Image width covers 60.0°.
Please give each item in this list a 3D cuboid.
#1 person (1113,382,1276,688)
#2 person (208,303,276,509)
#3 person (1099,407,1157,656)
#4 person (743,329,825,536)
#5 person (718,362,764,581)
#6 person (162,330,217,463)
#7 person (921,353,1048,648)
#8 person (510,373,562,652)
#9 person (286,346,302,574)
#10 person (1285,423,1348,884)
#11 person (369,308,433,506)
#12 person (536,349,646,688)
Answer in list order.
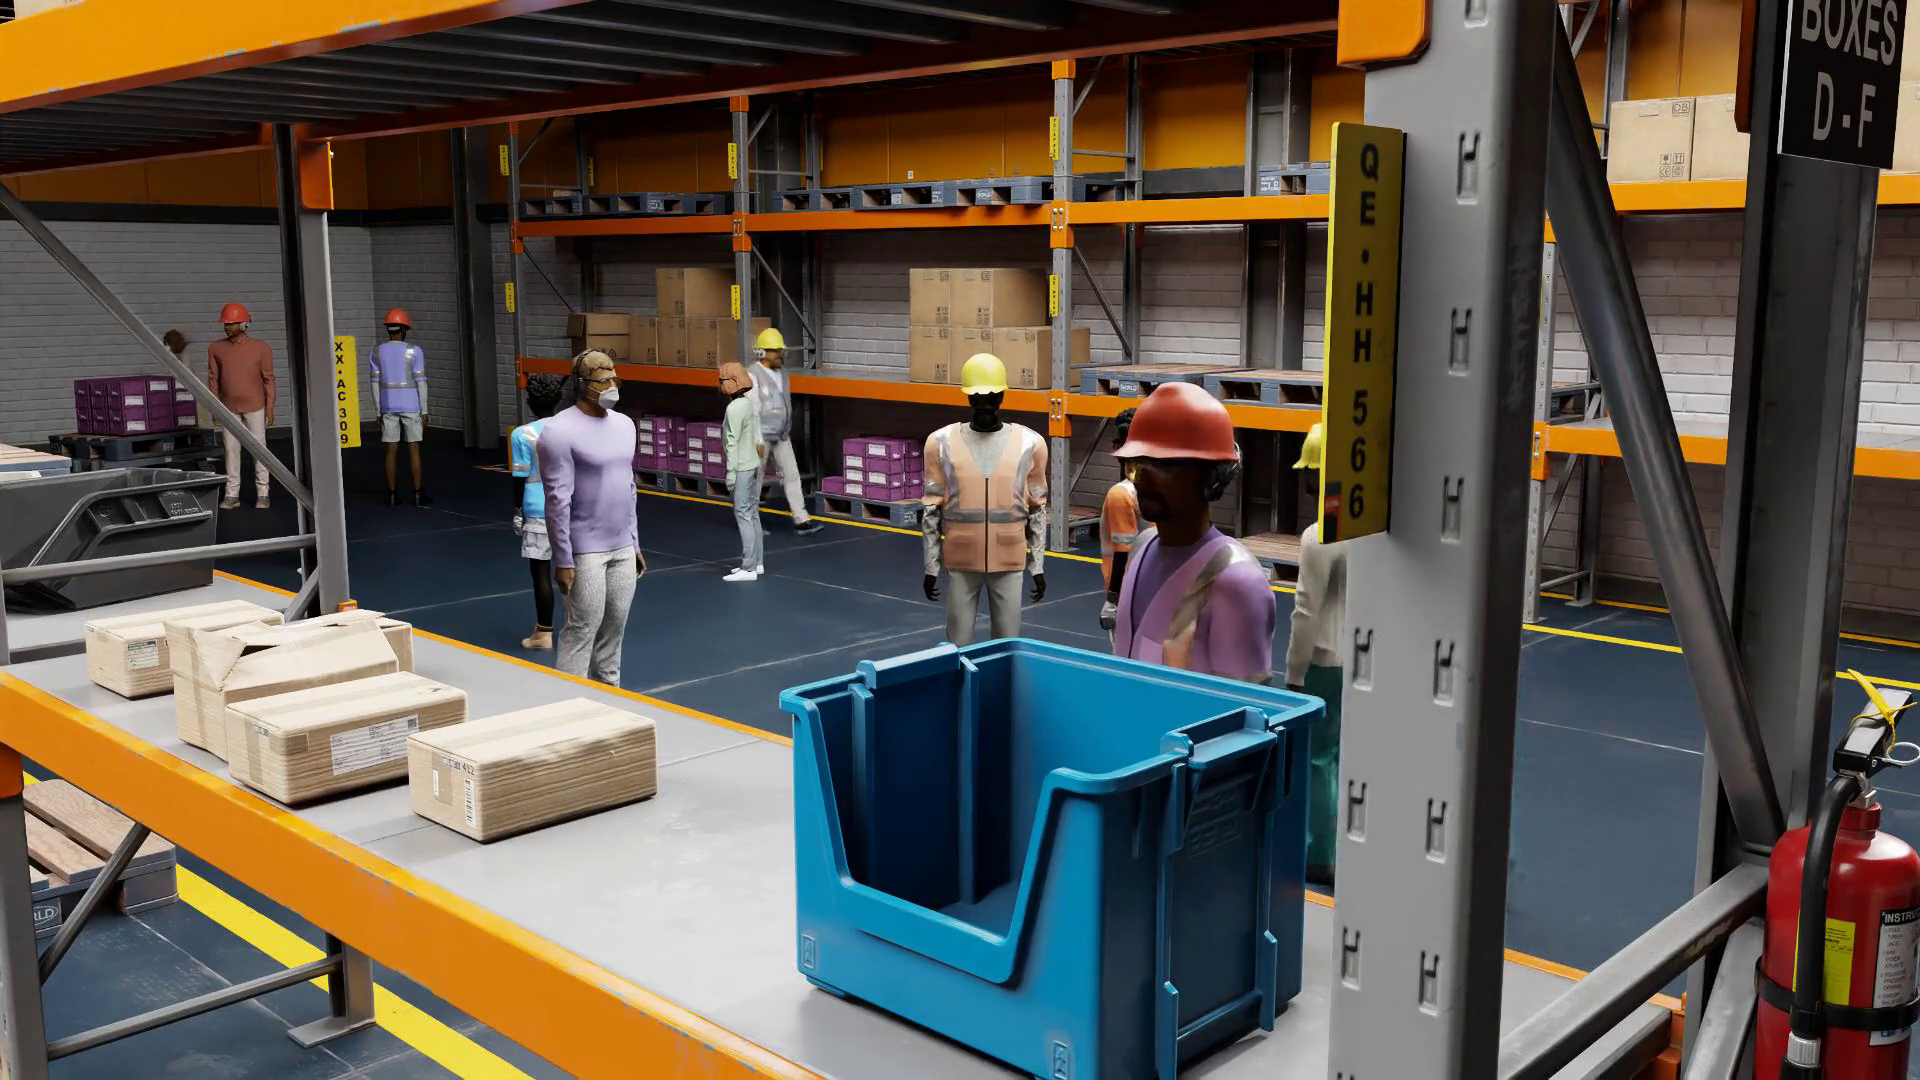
[{"bbox_3d":[0.518,0.637,4.082,0.357,2.047,0.615,-3,10,-20],"label":"person"},{"bbox_3d":[-6.921,-1.285,16.041,0.612,1.991,0.391,-1,9,-5],"label":"person"},{"bbox_3d":[0.799,0.249,7.542,0.318,1.697,0.533,5,11,30],"label":"person"},{"bbox_3d":[-1.547,-0.905,14.292,0.839,1.796,0.617,6,11,32],"label":"person"},{"bbox_3d":[-1.646,-0.510,12.421,0.289,1.626,0.498,1,9,5],"label":"person"},{"bbox_3d":[-9.215,-1.699,19.777,0.700,1.581,0.514,-9,13,-44],"label":"person"},{"bbox_3d":[0.117,0.092,7.795,0.593,1.926,0.366,0,9,-2],"label":"person"},{"bbox_3d":[-2.492,-0.171,10.142,0.322,1.690,0.533,8,12,40],"label":"person"},{"bbox_3d":[-4.913,-0.704,12.706,0.374,1.916,0.596,-2,10,-13],"label":"person"},{"bbox_3d":[1.410,0.438,6.173,0.443,1.752,0.549,8,12,41],"label":"person"},{"bbox_3d":[-5.452,-1.286,16.236,0.543,1.932,0.365,0,9,0],"label":"person"},{"bbox_3d":[-1.736,0.058,7.971,0.367,1.939,0.635,4,10,25],"label":"person"}]
